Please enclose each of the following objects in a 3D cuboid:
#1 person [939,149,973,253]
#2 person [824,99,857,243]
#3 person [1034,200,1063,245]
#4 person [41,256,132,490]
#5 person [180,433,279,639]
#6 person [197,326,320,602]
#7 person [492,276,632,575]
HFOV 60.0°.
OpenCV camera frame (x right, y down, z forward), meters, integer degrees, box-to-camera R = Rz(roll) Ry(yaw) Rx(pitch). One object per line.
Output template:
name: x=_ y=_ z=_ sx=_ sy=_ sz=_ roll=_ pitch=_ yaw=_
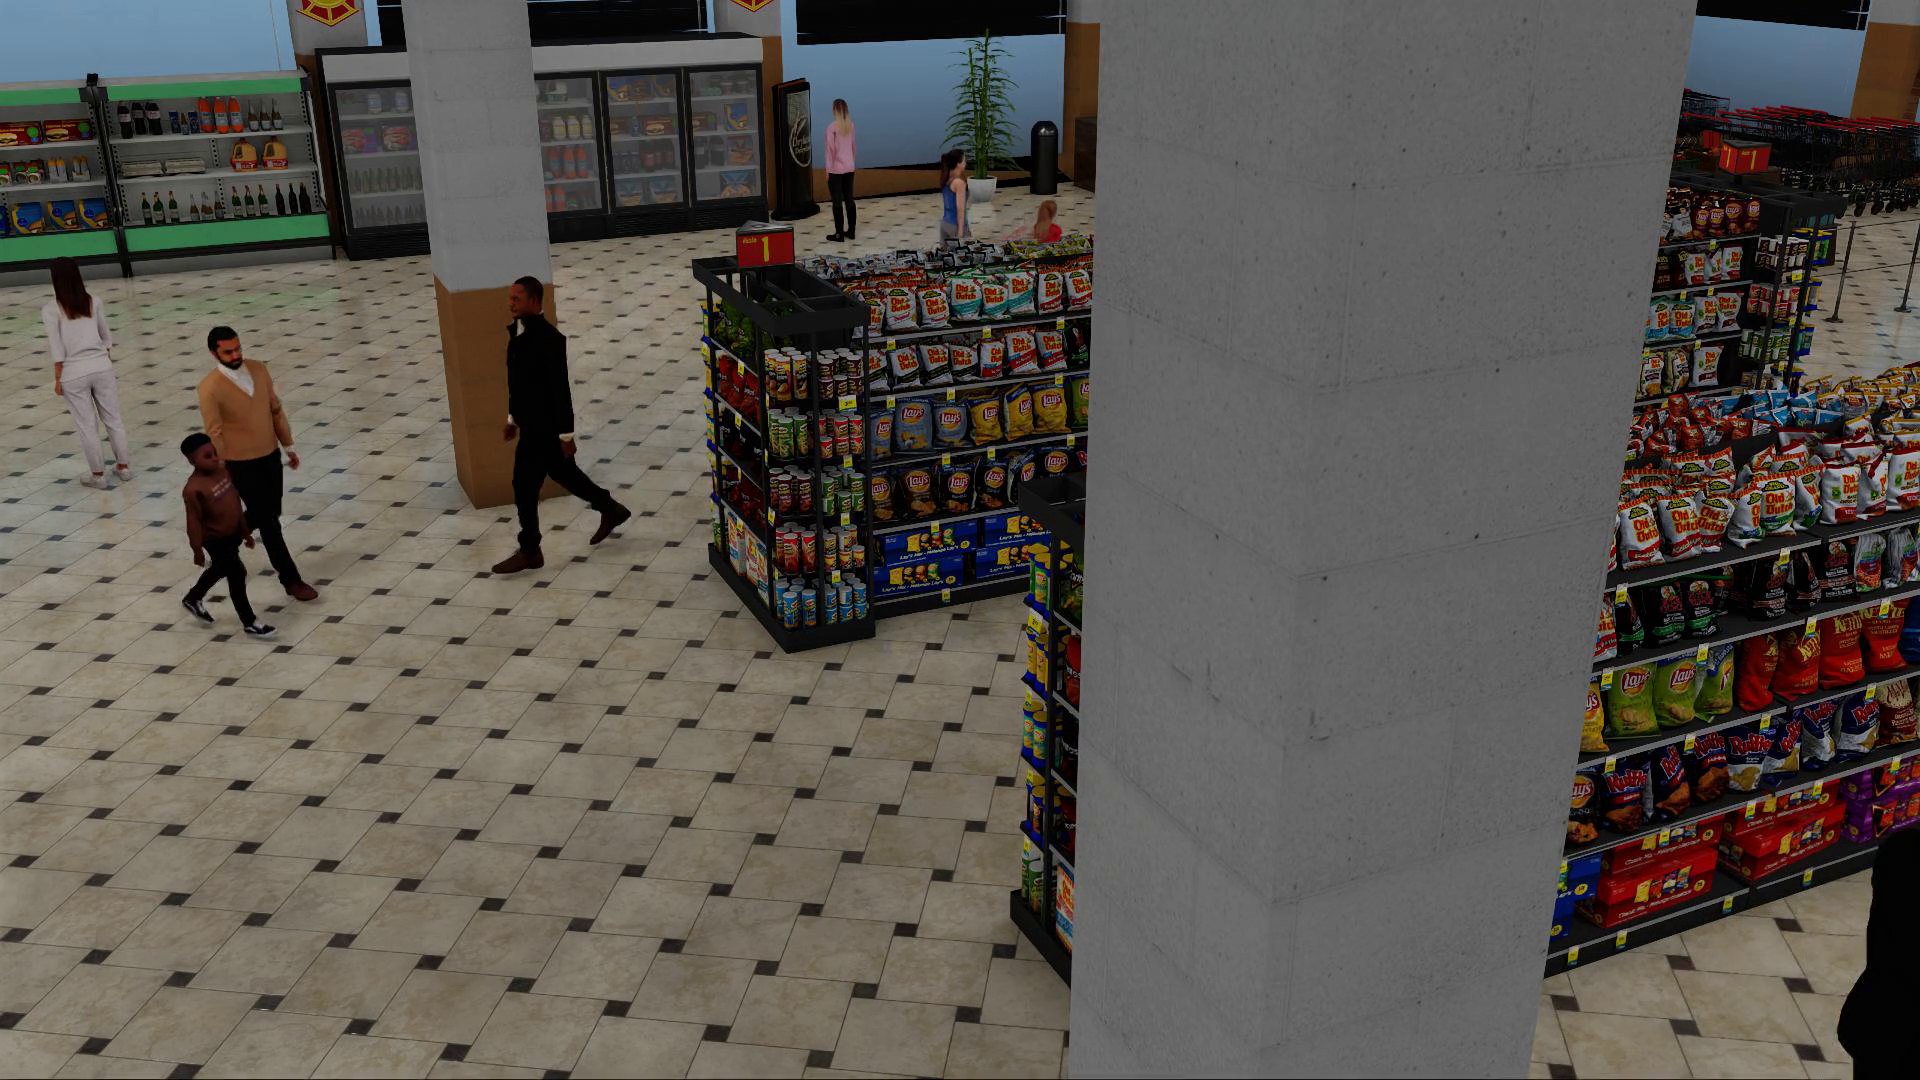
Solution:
person: x=-0.121 y=-3.170 z=16.994 sx=1.062 sy=1.580 sz=0.661 roll=-14 pitch=26 yaw=-32
person: x=-1.434 y=-4.465 z=20.073 sx=0.733 sy=1.688 sz=0.598 roll=19 pitch=29 yaw=40
person: x=0.792 y=-2.630 z=16.070 sx=0.805 sy=1.266 sz=0.962 roll=12 pitch=25 yaw=28
person: x=-6.289 y=-1.210 z=11.973 sx=0.742 sy=1.688 sz=0.632 roll=15 pitch=26 yaw=33
person: x=-4.346 y=-0.029 z=9.639 sx=0.965 sy=1.235 sz=0.841 roll=4 pitch=22 yaw=10
person: x=-4.352 y=-0.474 z=10.097 sx=1.171 sy=1.719 sz=1.142 roll=7 pitch=23 yaw=18
person: x=-2.567 y=-0.747 z=10.575 sx=1.285 sy=1.869 sz=0.830 roll=-14 pitch=26 yaw=-30
